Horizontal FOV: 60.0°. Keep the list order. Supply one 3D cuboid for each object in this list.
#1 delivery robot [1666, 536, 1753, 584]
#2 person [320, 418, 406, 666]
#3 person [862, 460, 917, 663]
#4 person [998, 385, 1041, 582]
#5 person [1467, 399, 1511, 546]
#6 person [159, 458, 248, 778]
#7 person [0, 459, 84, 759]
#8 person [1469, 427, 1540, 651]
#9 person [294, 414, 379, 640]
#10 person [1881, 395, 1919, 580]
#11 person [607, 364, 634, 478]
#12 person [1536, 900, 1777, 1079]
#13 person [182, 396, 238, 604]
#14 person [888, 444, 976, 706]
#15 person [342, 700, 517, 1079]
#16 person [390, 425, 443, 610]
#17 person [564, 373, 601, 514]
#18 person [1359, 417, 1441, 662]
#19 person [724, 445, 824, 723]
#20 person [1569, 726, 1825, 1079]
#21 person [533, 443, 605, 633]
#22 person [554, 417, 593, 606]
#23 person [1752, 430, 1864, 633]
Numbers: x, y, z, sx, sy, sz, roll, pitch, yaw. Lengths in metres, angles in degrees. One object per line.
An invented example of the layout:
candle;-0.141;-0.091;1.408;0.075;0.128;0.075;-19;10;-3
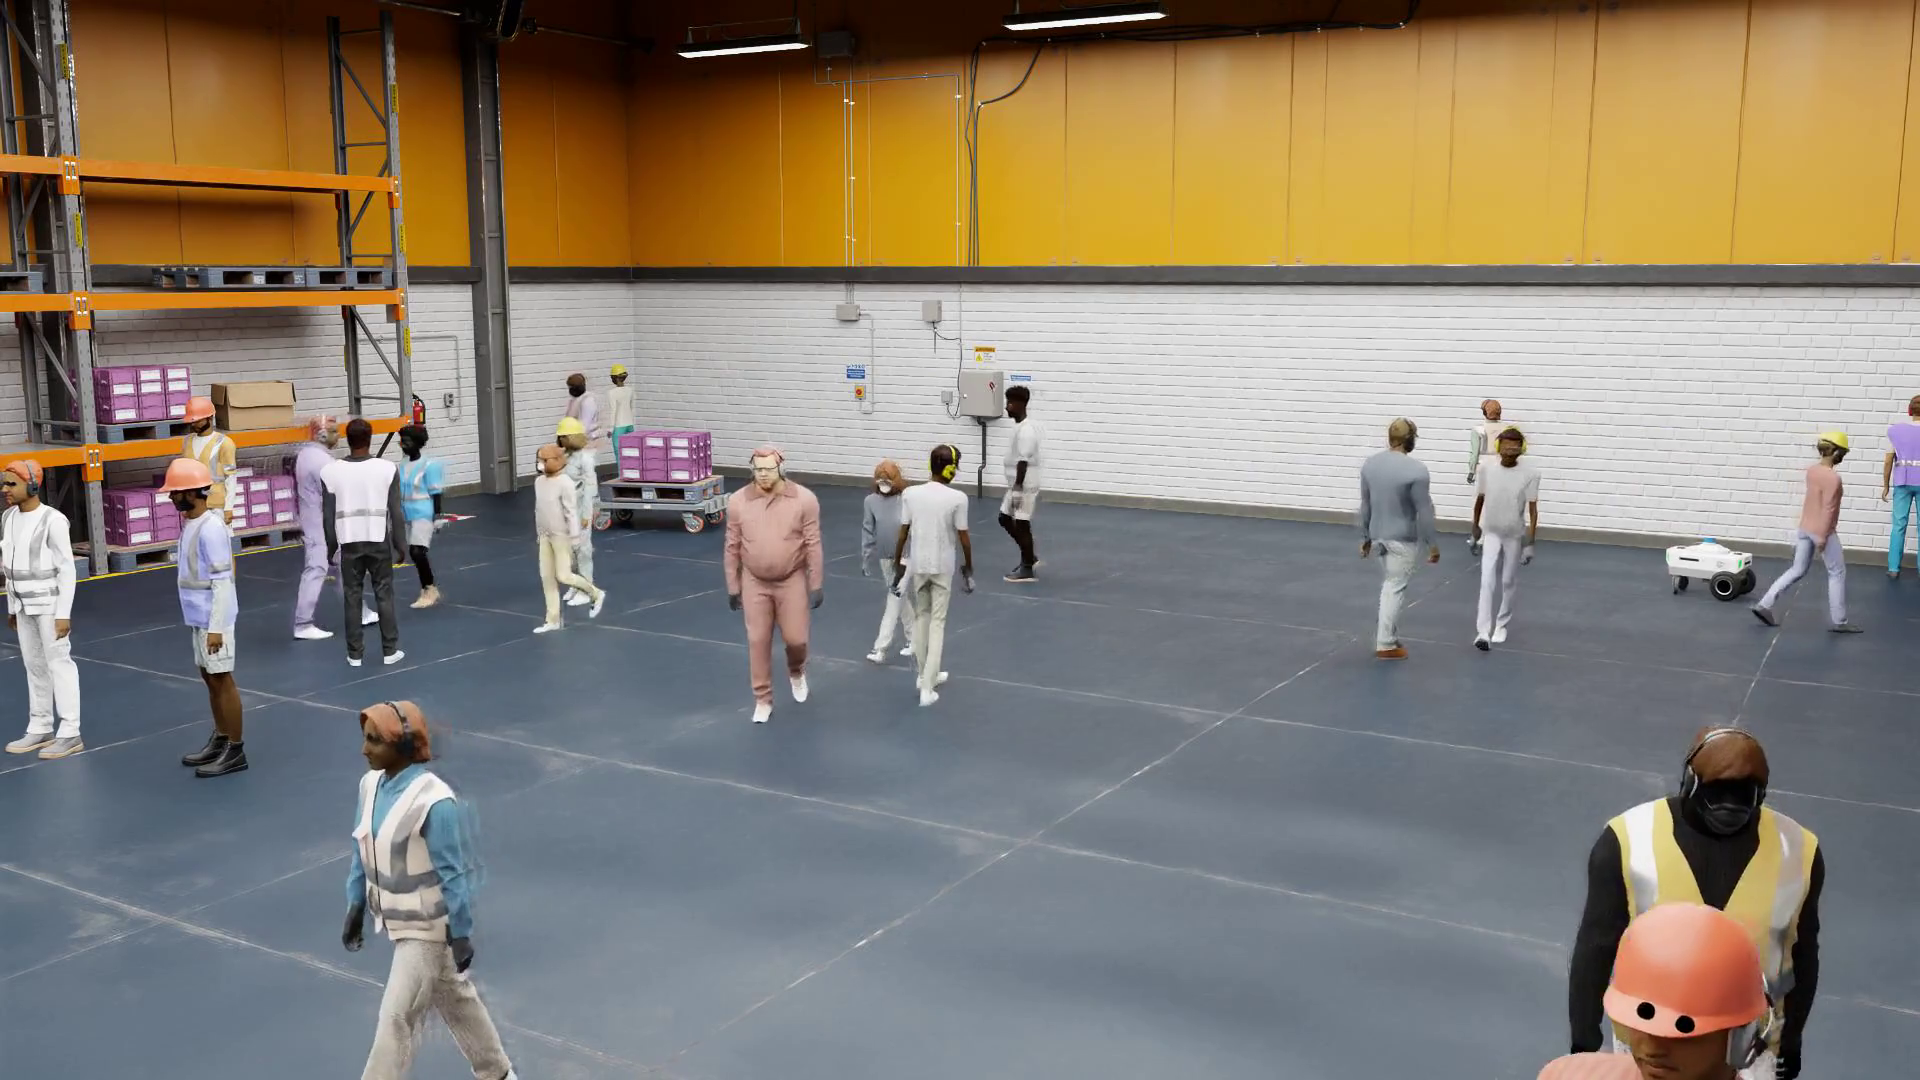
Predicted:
delivery robot;7.055;0.204;15.677;0.707;0.478;0.477;8;12;42
person;-4.598;0.023;12.860;0.596;1.916;0.373;-2;9;-13
person;-0.530;0.165;12.977;0.514;1.580;0.829;6;11;32
person;0.583;-0.545;16.319;0.419;1.951;0.606;-1;9;-5
person;5.907;-0.752;18.561;0.511;1.641;0.308;-3;9;-16
person;-4.568;0.466;10.046;0.376;1.934;0.548;-6;11;-35
person;-5.779;0.430;10.433;0.575;1.882;0.360;5;10;28
person;4.349;-0.003;13.365;0.529;1.805;1.002;4;10;23
person;-5.176;-0.113;13.871;0.919;1.870;0.657;-5;11;-30
person;9.439;-0.516;16.459;0.564;1.841;0.395;6;11;32
person;-4.769;-1.583;23.359;0.312;1.768;0.530;4;10;25
person;1.331;1.575;3.038;0.895;1.968;0.622;-9;12;-43
person;-6.813;-0.335;15.054;0.543;1.933;0.364;2;9;13
person;-0.176;0.225;11.874;0.587;1.828;0.763;4;10;22
person;-1.920;1.325;5.739;0.531;1.583;0.884;9;13;44
person;-4.896;-0.193;14.930;0.544;1.677;0.408;6;11;34
person;-4.739;-1.184;20.779;0.544;1.802;0.664;-6;11;-32
person;3.484;-0.003;13.023;0.606;1.922;0.645;-5;10;-29
person;-1.260;0.287;11.315;0.695;1.888;0.507;0;9;0
person;2.058;1.399;4.680;0.653;1.779;0.995;3;10;18
person;-3.357;-0.028;14.133;0.507;1.618;0.580;8;12;40
person;-3.537;-0.258;15.174;0.508;1.727;0.373;7;11;37
person;7.215;-0.077;14.092;0.809;1.720;0.522;0;9;-1
